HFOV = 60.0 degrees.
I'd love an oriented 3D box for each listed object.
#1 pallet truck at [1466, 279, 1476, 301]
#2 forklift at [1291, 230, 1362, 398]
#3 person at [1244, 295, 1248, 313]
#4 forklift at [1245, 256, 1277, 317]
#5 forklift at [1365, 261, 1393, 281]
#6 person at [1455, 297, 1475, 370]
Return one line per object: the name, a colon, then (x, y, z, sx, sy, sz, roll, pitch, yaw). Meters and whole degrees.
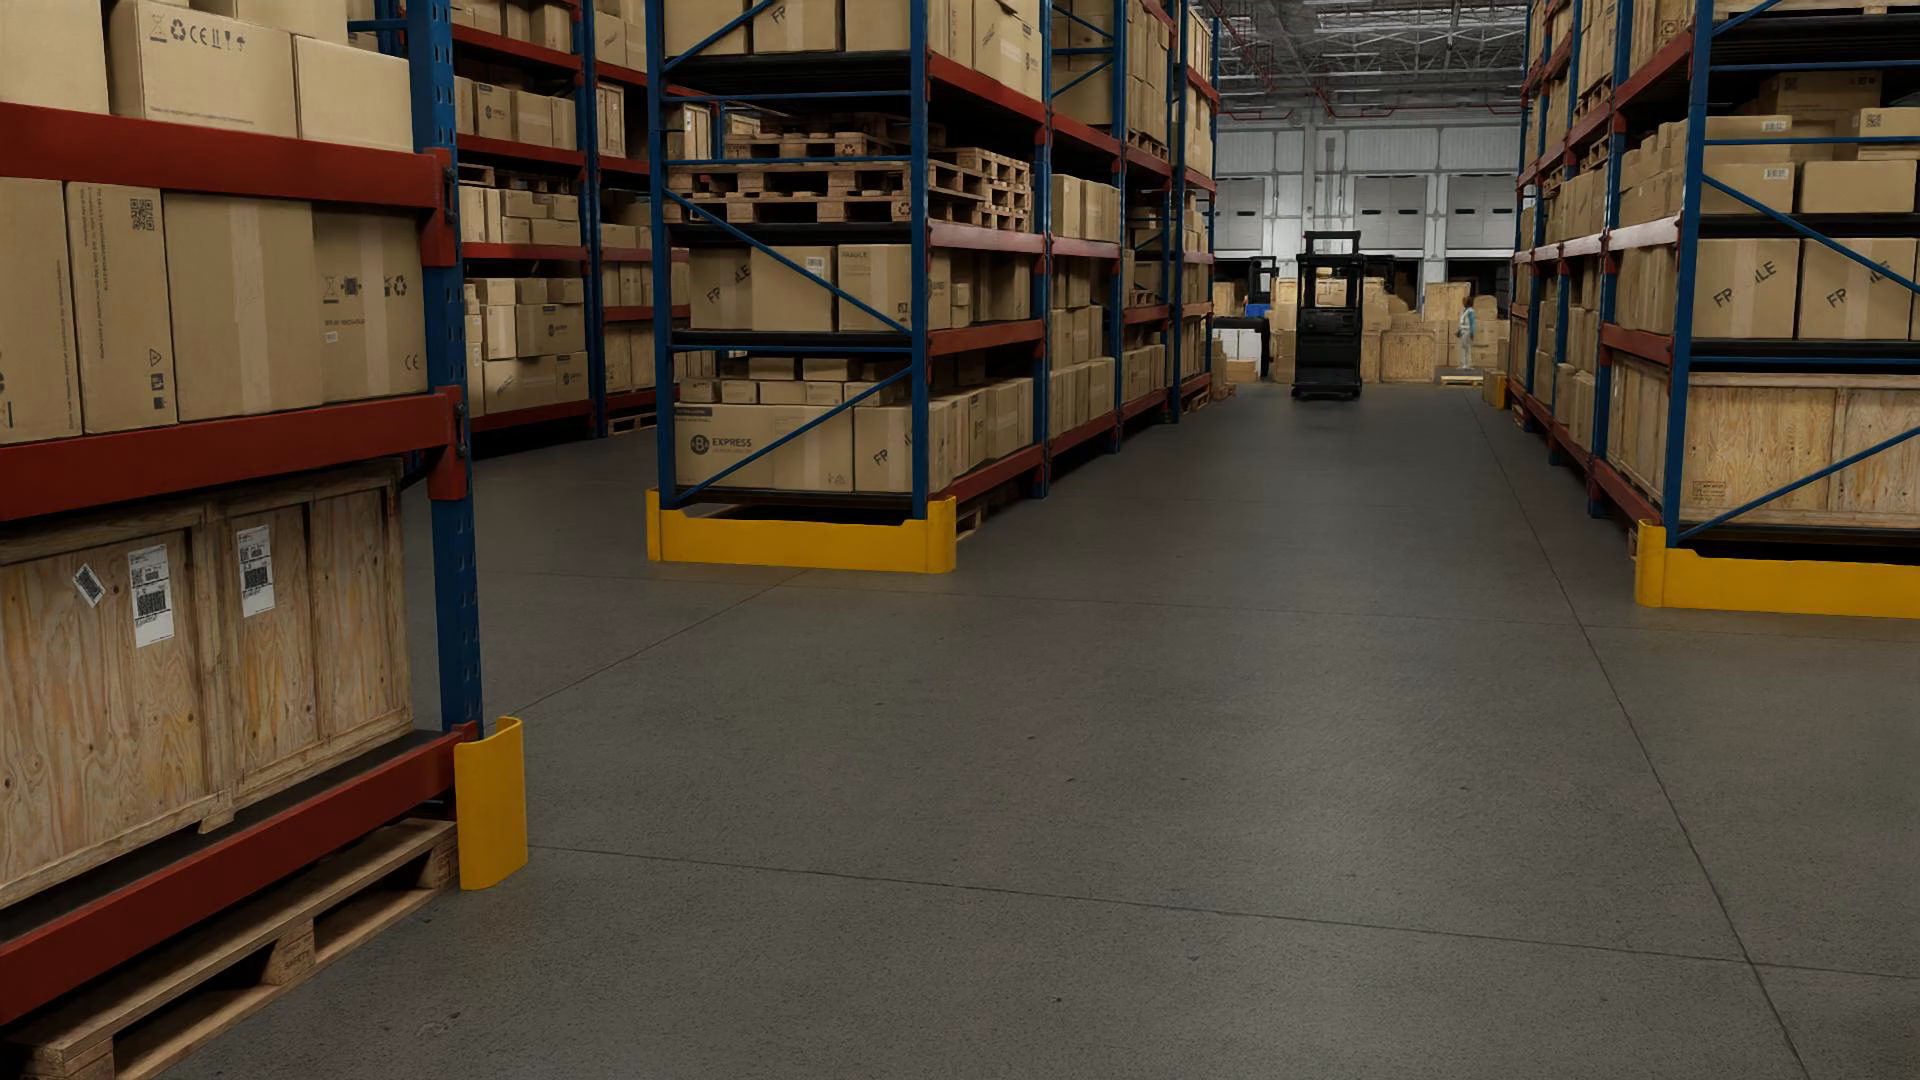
pallet truck: (18.896, -8.459, 60.307, 1.885, 1.965, 0.823, 5, 10, 31)
forklift: (6.329, -3.879, 28.417, 1.129, 2.768, 1.873, 2, 9, 15)
person: (10.805, -8.561, 61.908, 0.540, 1.695, 0.317, 4, 10, 25)
forklift: (10.975, -8.911, 60.386, 1.129, 2.768, 1.873, 2, 9, 15)
forklift: (14.133, -8.250, 56.187, 1.129, 2.768, 1.873, 3, 9, 19)
person: (11.047, -4.522, 36.500, 0.573, 1.620, 0.521, 1, 9, 4)
